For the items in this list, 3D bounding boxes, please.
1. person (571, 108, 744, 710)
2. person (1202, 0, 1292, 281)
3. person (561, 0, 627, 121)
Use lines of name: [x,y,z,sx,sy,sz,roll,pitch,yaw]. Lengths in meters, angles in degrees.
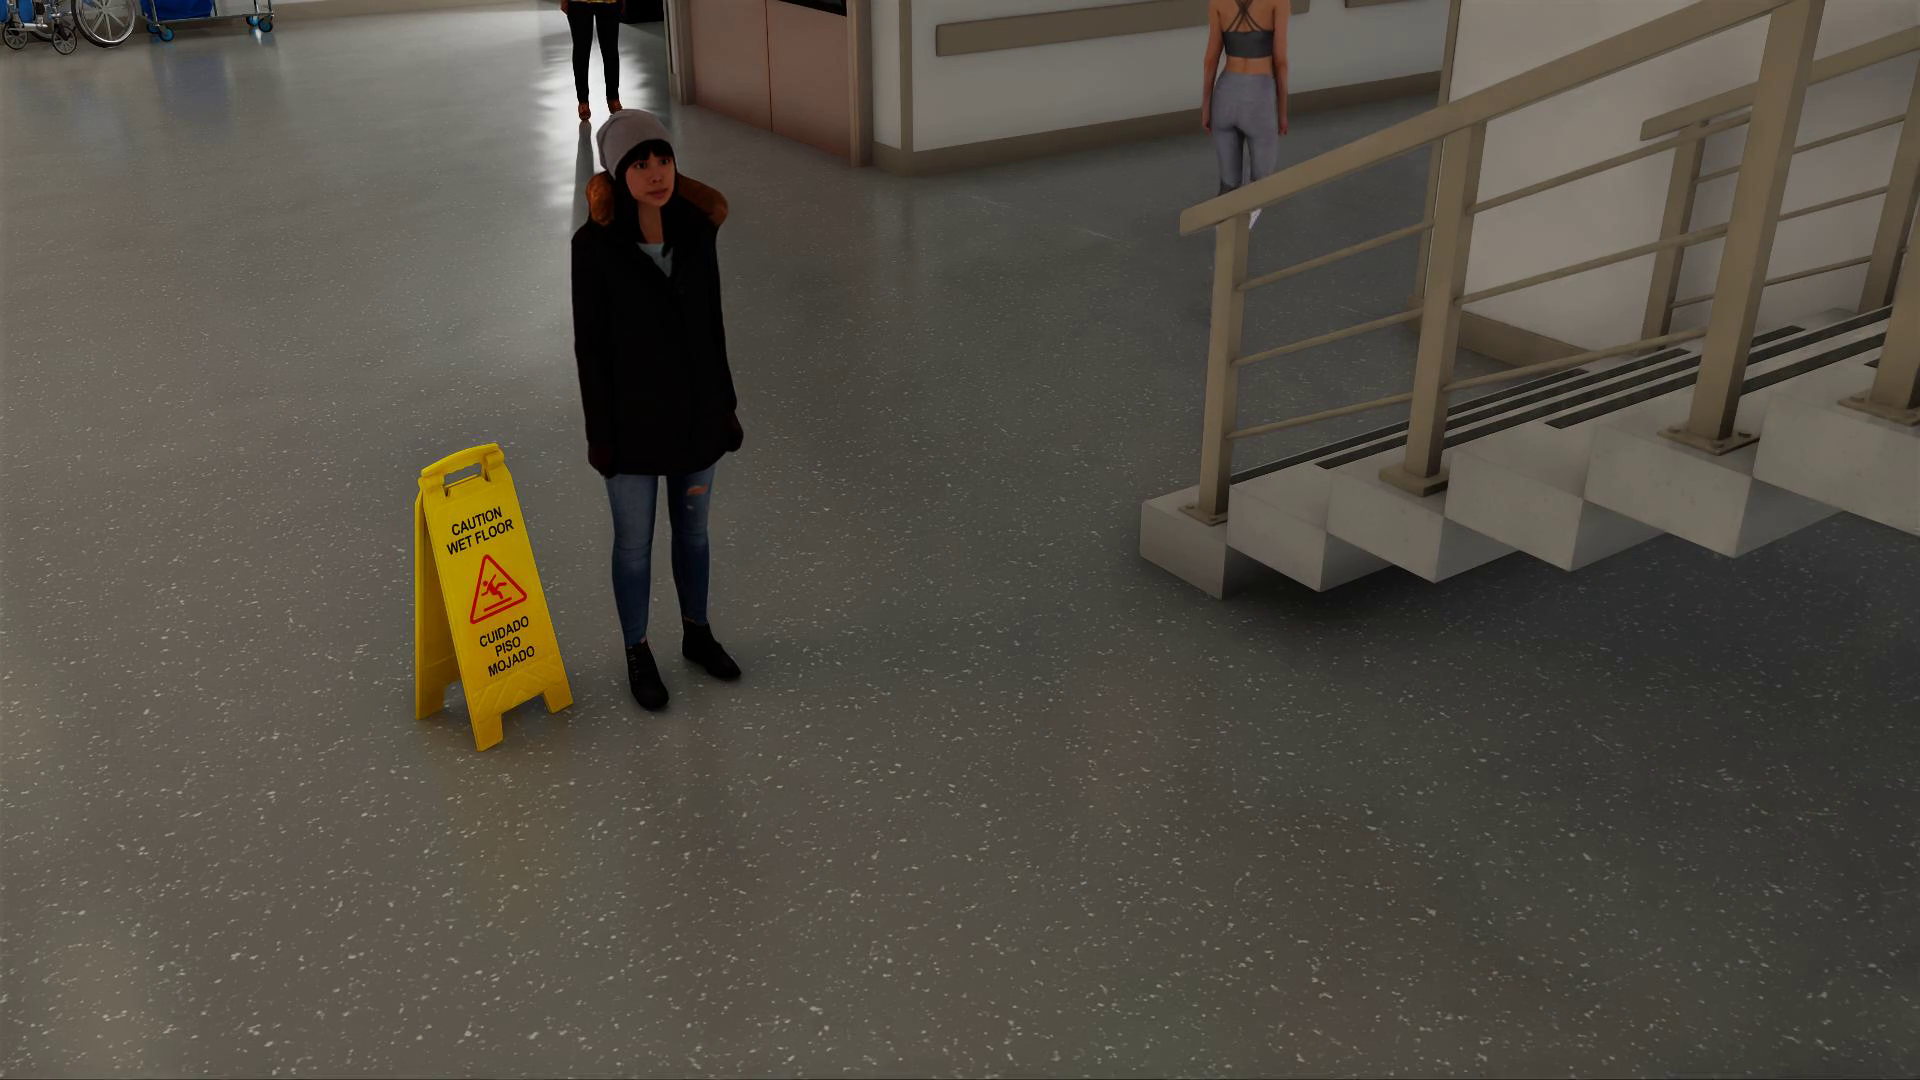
person: [-0.822,-0.349,4.524,0.625,1.632,0.594,-18,31,-32]
person: [1.333,-2.015,7.908,0.792,1.693,0.830,11,28,21]
person: [-2.577,-3.808,11.673,0.756,1.654,0.791,-12,28,-24]
